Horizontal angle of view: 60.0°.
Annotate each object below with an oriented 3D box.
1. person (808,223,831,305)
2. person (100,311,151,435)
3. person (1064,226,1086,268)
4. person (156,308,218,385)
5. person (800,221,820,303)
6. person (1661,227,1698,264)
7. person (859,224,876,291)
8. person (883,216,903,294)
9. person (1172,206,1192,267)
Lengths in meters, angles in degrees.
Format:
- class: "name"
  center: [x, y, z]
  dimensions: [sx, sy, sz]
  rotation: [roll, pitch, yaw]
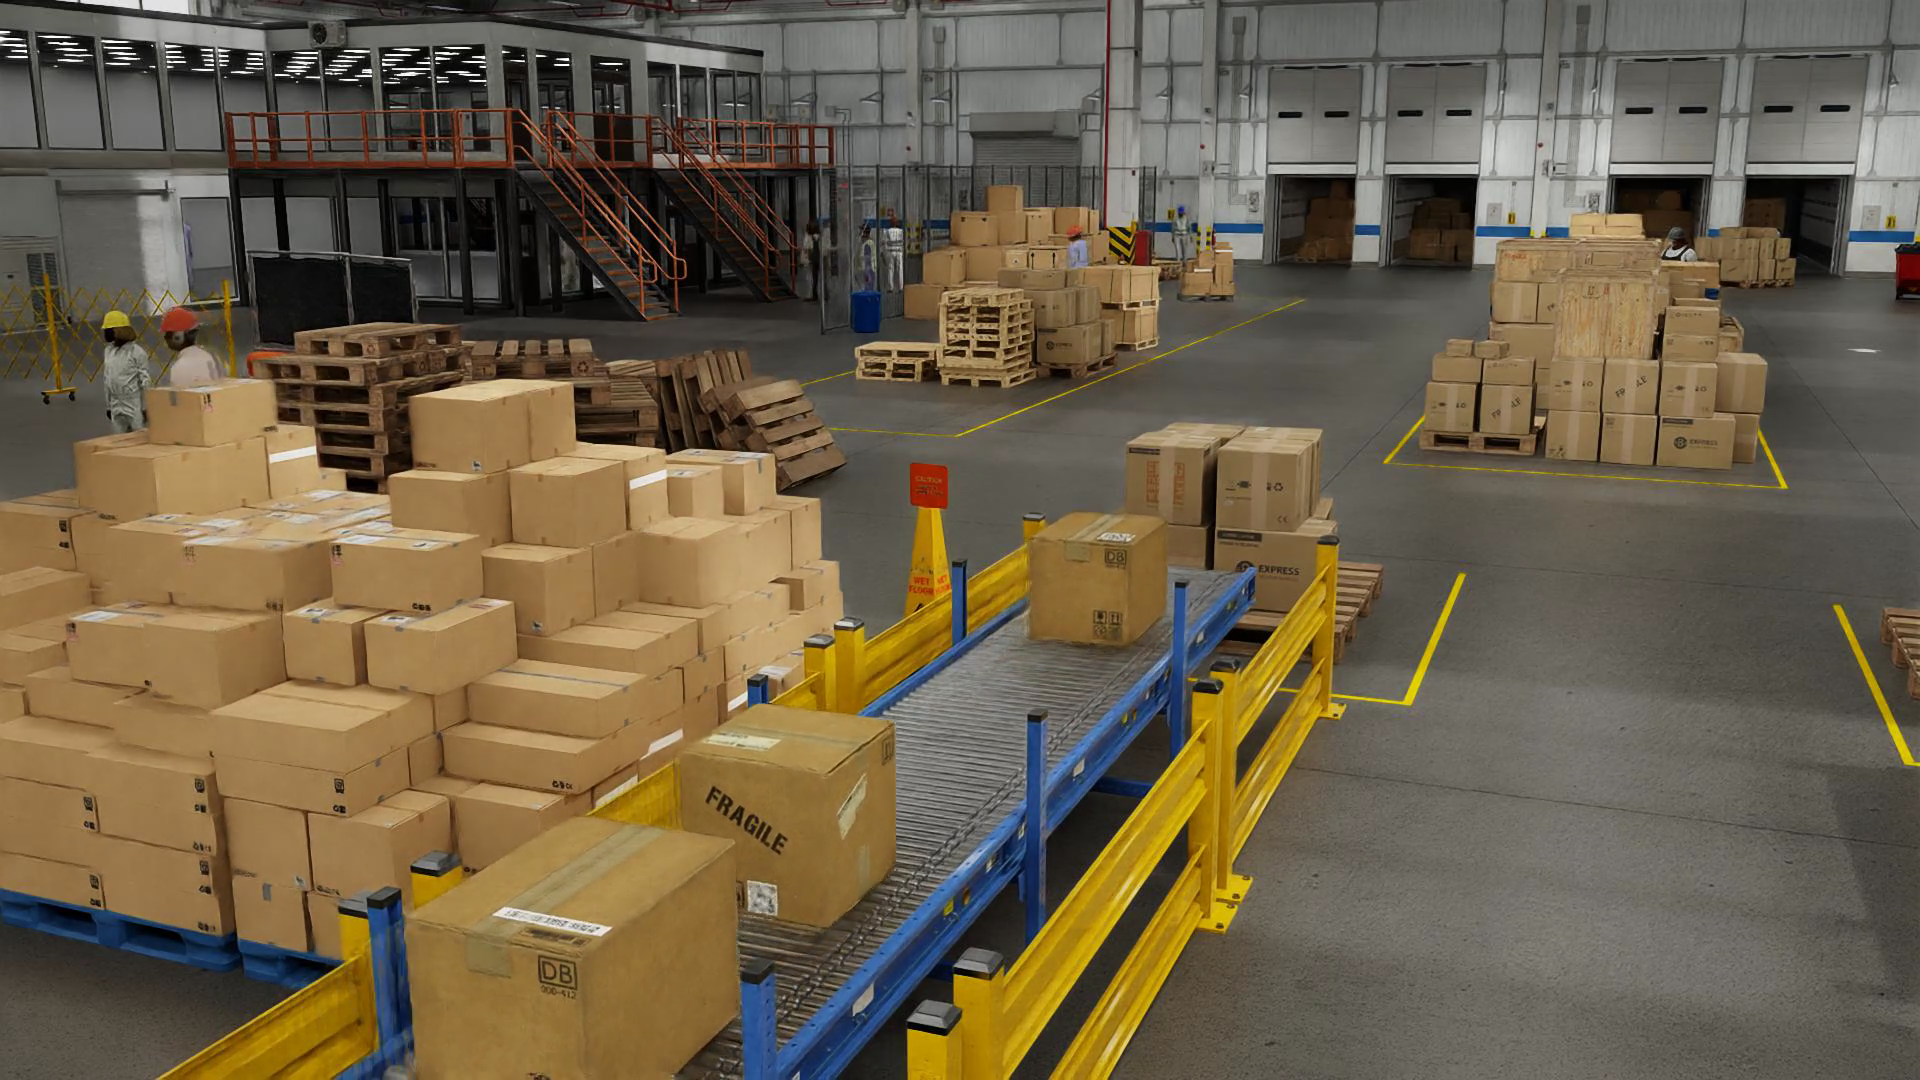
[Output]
- class: "person"
  center: [-3.150, -6.183, 37.349]
  dimensions: [0.525, 1.836, 0.404]
  rotation: [3, 13, 13]
- class: "person"
  center: [-7.646, -1.227, 15.259]
  dimensions: [0.493, 1.743, 0.312]
  rotation: [4, 13, 19]
- class: "person"
  center: [2.391, -5.406, 33.694]
  dimensions: [0.441, 1.890, 0.631]
  rotation: [8, 15, 33]
- class: "person"
  center: [-6.008, -0.792, 12.801]
  dimensions: [0.889, 1.959, 0.653]
  rotation: [-1, 13, -7]
- class: "person"
  center: [-3.345, -6.374, 38.091]
  dimensions: [0.588, 1.861, 0.741]
  rotation: [12, 17, 43]
- class: "person"
  center: [12.288, -4.375, 28.711]
  dimensions: [0.537, 2.000, 0.689]
  rotation: [-7, 14, -28]
- class: "person"
  center: [-1.857, -5.455, 33.856]
  dimensions: [0.397, 1.911, 0.587]
  rotation: [1, 13, 2]
- class: "person"
  center: [-1.598, -6.957, 40.645]
  dimensions: [0.585, 1.882, 0.337]
  rotation: [-2, 13, -10]
- class: "person"
  center: [6.877, -9.398, 51.571]
  dimensions: [0.626, 1.901, 0.918]
  rotation: [2, 13, 7]
